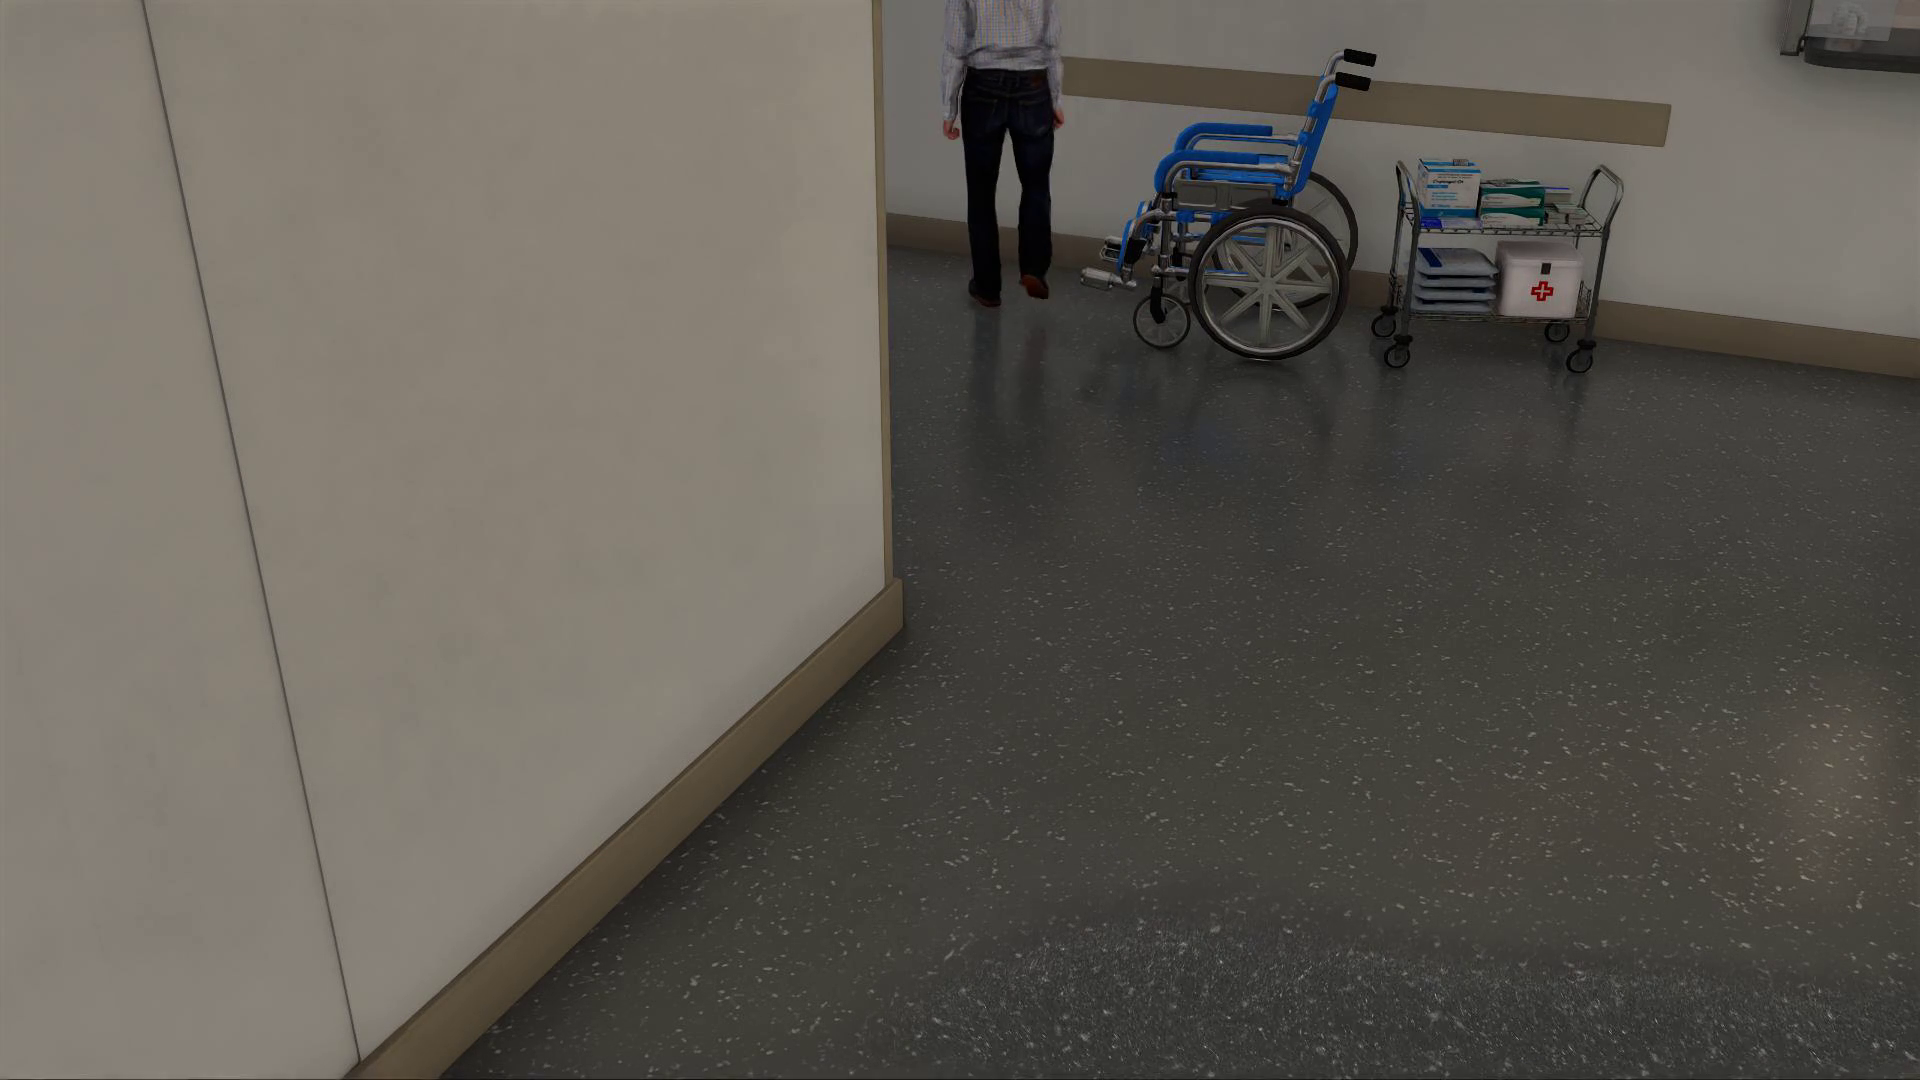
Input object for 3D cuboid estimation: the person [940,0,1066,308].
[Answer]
[{"bbox_3d":[0.205,-1.847,7.051,0.917,1.810,0.996,-3,26,-7],"label":"person"}]
